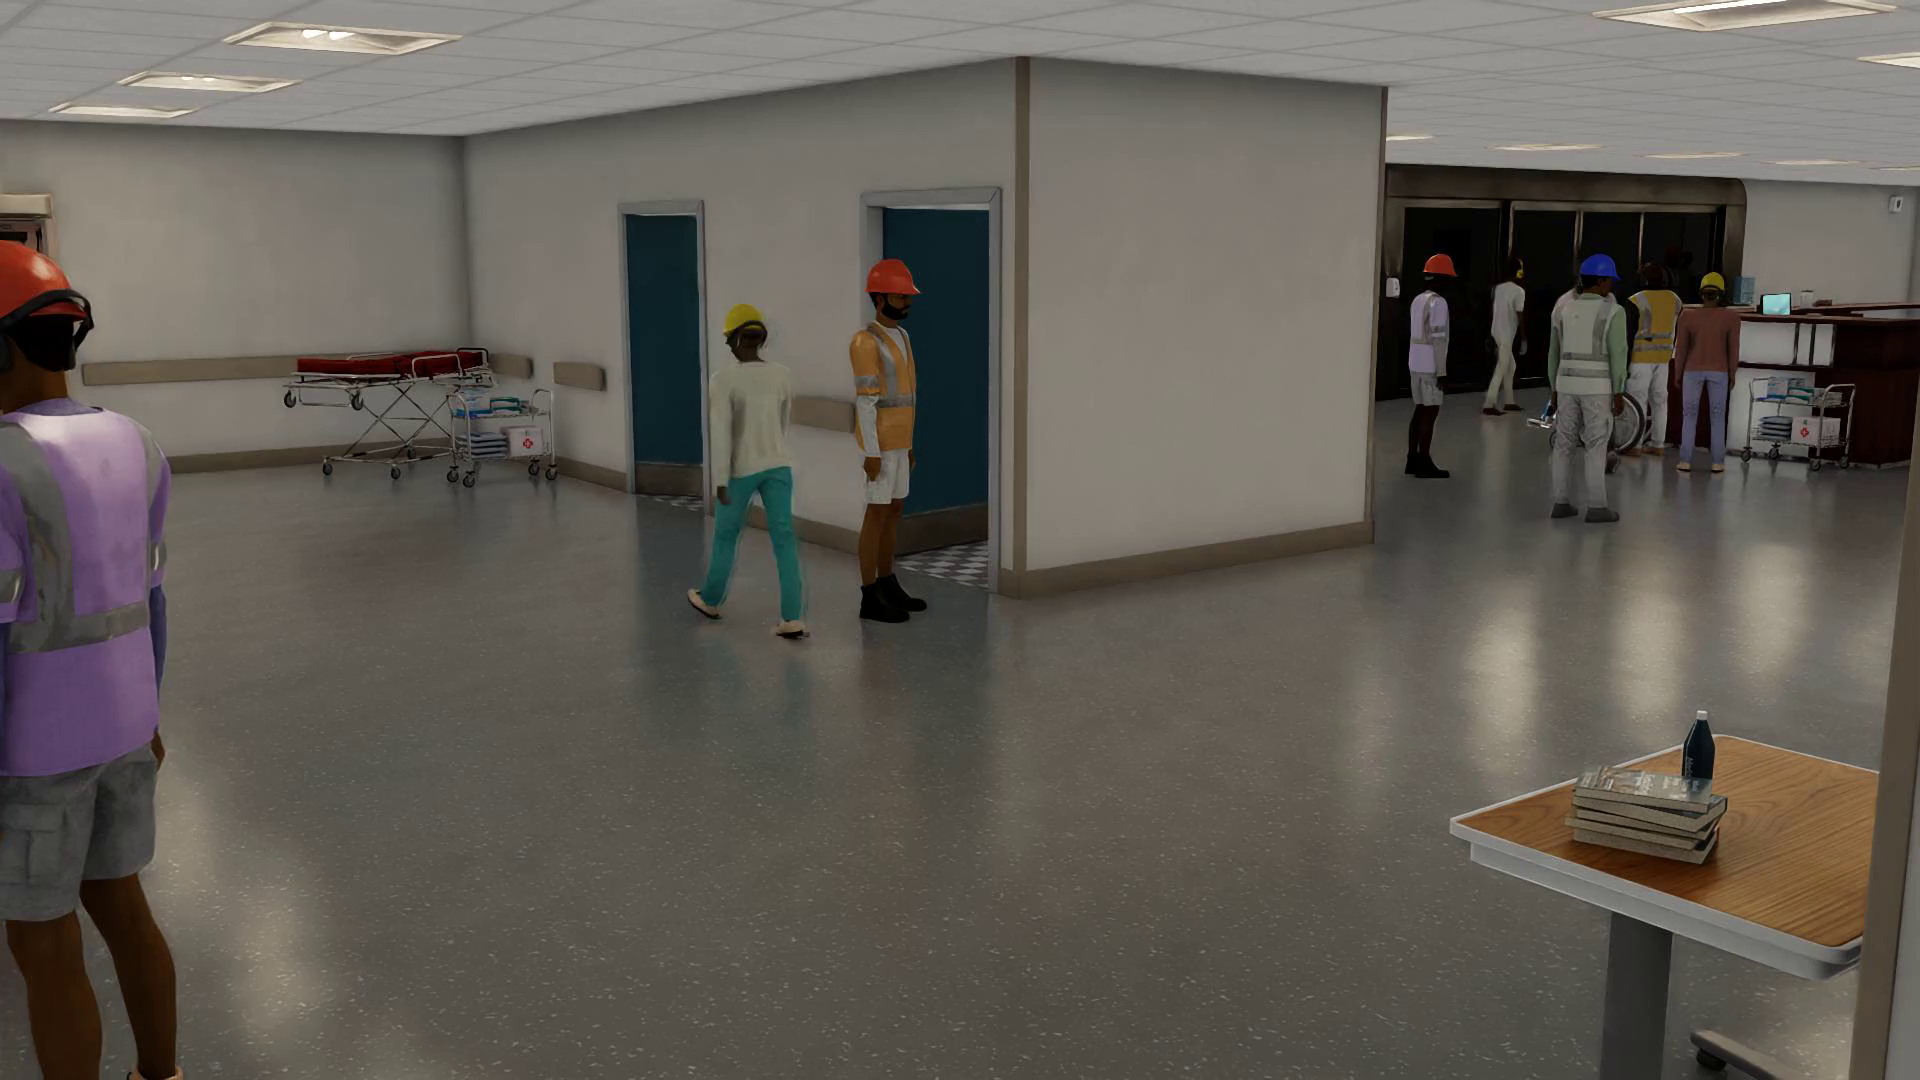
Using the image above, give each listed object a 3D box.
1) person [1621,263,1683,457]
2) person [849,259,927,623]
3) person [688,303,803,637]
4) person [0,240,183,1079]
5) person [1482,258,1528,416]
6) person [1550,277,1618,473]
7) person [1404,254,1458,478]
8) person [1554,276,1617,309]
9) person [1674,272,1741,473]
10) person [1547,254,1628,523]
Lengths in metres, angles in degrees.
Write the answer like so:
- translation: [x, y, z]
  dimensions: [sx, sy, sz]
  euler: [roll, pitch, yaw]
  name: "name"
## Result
- translation: [6.504, -1.694, 15.768]
  dimensions: [0.626, 1.841, 0.429]
  euler: [-3, 11, -18]
  name: "person"
- translation: [-0.374, -0.533, 8.956]
  dimensions: [0.357, 1.937, 0.550]
  euler: [4, 11, 19]
  name: "person"
- translation: [-1.091, -0.367, 8.671]
  dimensions: [0.513, 1.708, 0.952]
  euler: [-7, 12, -34]
  name: "person"
- translation: [-1.900, 0.401, 3.491]
  dimensions: [0.410, 2.028, 0.618]
  euler: [1, 10, 7]
  name: "person"
- translation: [6.501, -2.375, 19.543]
  dimensions: [0.775, 1.834, 0.561]
  euler: [-3, 10, -15]
  name: "person"
- translation: [5.623, -1.506, 14.808]
  dimensions: [0.522, 1.811, 0.930]
  euler: [-1, 10, -6]
  name: "person"
- translation: [4.090, -1.500, 14.409]
  dimensions: [0.389, 1.928, 0.549]
  euler: [-1, 10, -7]
  name: "person"
- translation: [6.117, -1.783, 16.266]
  dimensions: [0.654, 1.827, 1.029]
  euler: [0, 10, -2]
  name: "person"
- translation: [6.600, -1.478, 14.735]
  dimensions: [0.526, 1.768, 0.331]
  euler: [4, 11, 21]
  name: "person"
- translation: [4.570, -1.099, 12.115]
  dimensions: [0.402, 1.942, 0.604]
  euler: [-7, 12, -35]
  name: "person"
